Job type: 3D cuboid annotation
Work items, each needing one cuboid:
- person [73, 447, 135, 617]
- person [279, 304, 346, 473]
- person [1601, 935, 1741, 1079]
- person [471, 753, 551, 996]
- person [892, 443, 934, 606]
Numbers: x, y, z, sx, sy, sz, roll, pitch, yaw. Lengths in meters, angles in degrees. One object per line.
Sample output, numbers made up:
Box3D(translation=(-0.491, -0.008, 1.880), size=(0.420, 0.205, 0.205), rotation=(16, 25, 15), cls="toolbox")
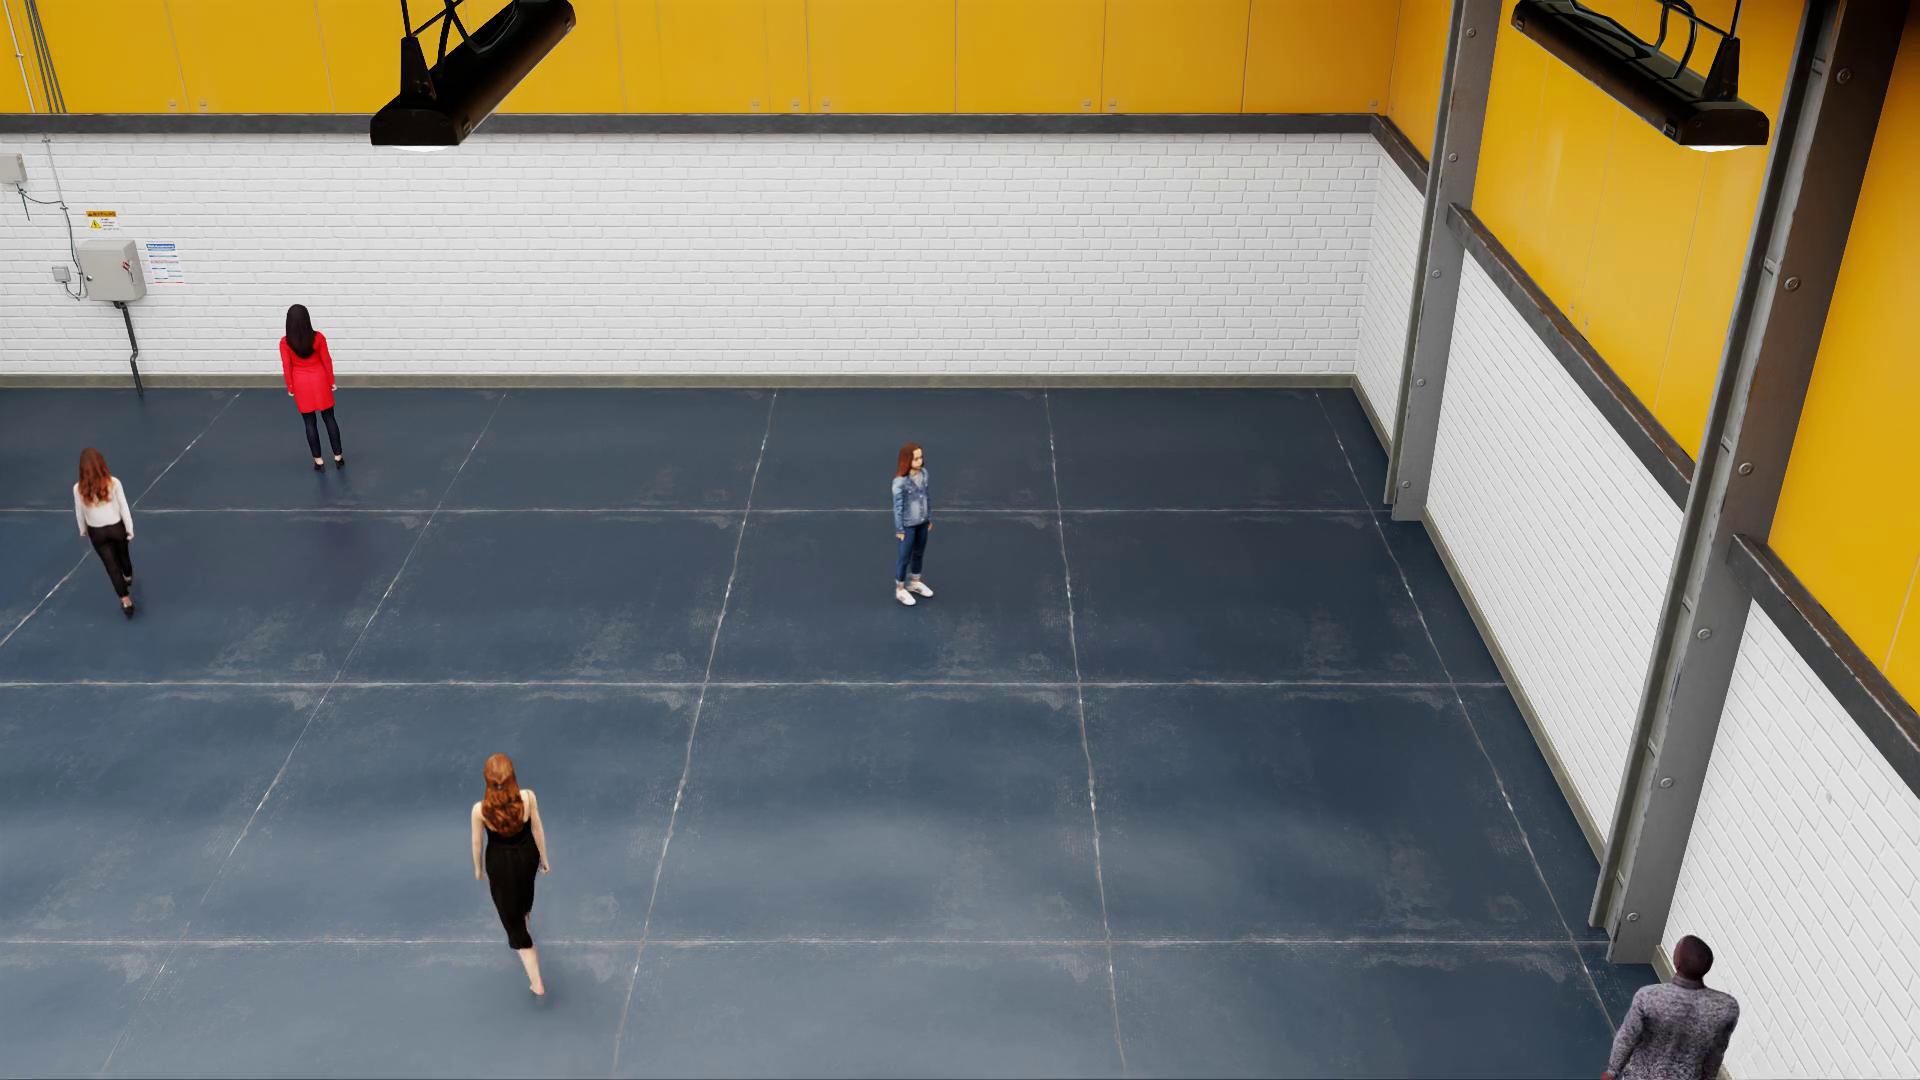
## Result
Box3D(translation=(-7.184, -0.037, 14.025), size=(0.869, 1.444, 1.051), rotation=(-16, 32, -26), cls="person")
Box3D(translation=(-6.385, -1.500, 16.390), size=(0.722, 1.748, 0.745), rotation=(-13, 31, -23), cls="person")
Box3D(translation=(3.571, 2.806, 8.419), size=(0.686, 1.822, 0.781), rotation=(0, 29, 0), cls="person")
Box3D(translation=(-2.689, 2.039, 10.075), size=(0.935, 1.582, 1.154), rotation=(-15, 32, -26), cls="person")
Box3D(translation=(-0.410, -0.159, 14.216), size=(0.677, 1.475, 0.607), rotation=(24, 37, 37), cls="person")
